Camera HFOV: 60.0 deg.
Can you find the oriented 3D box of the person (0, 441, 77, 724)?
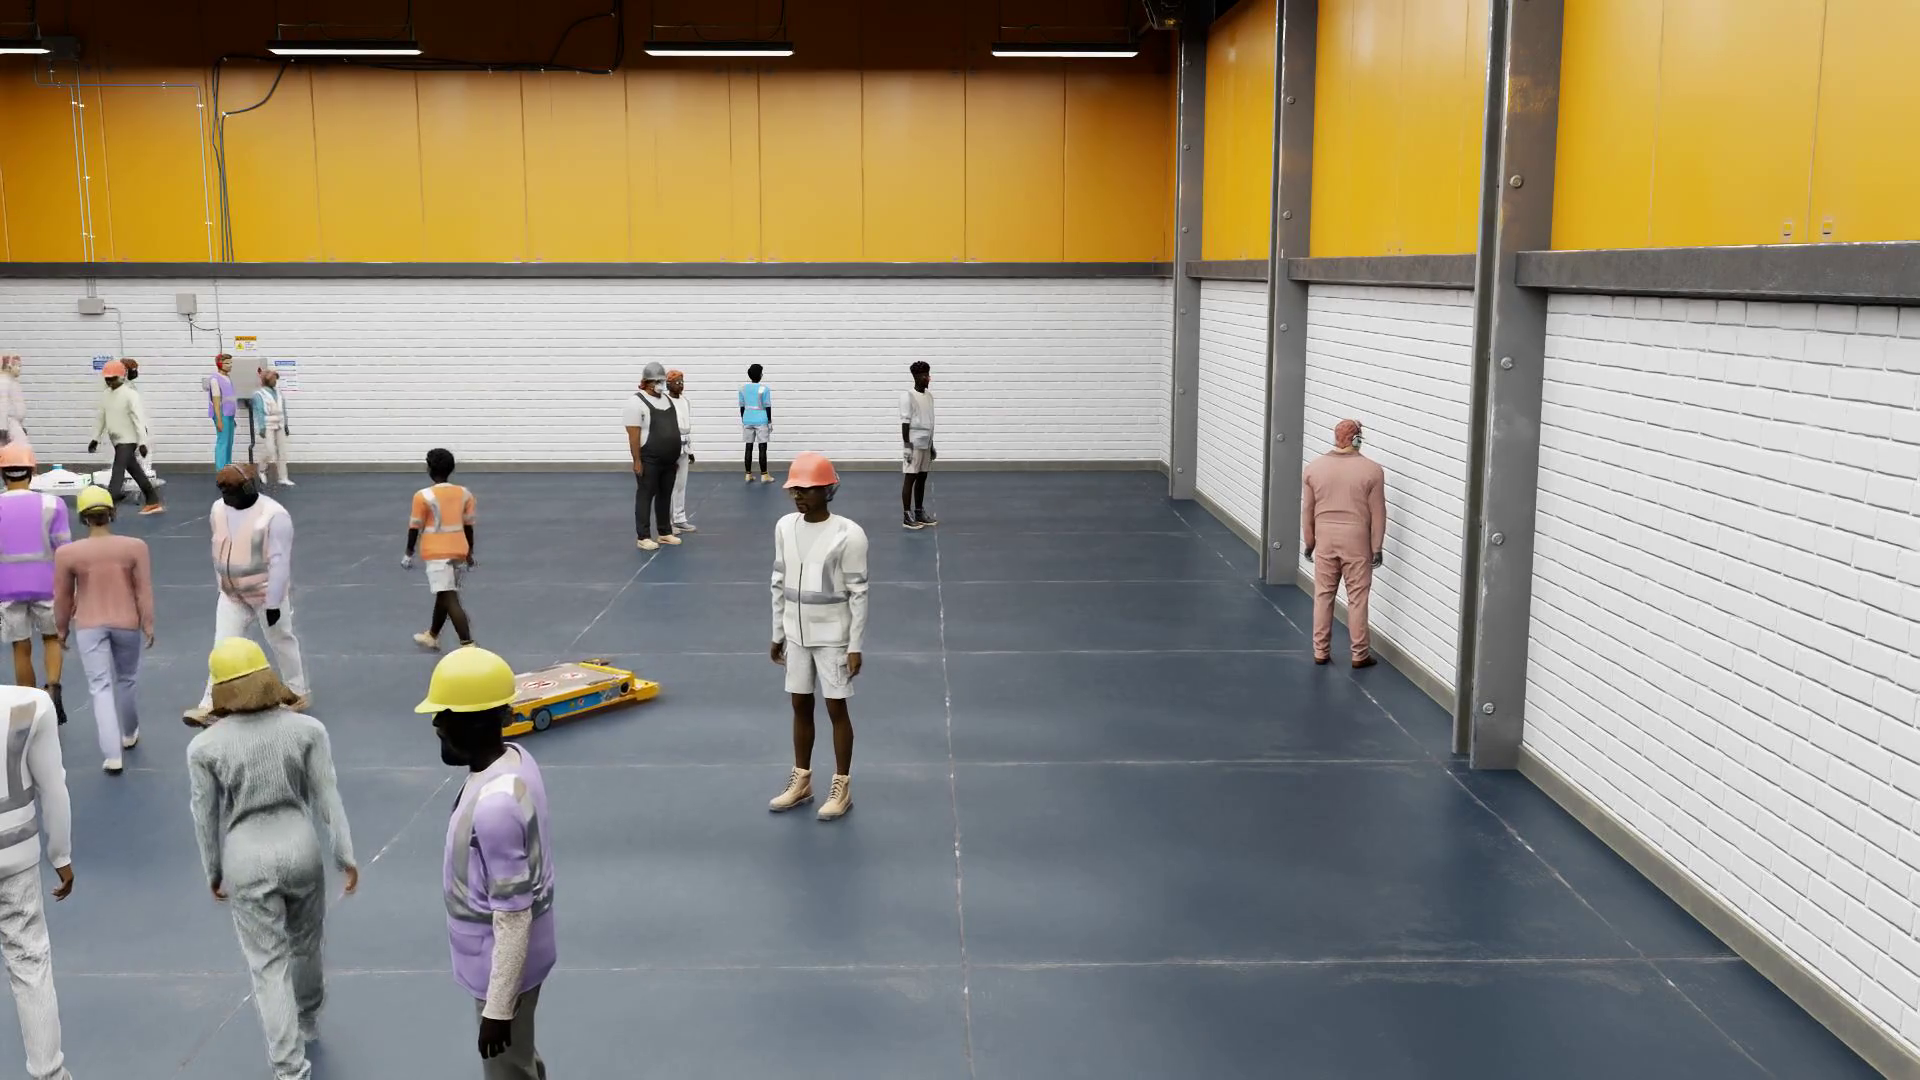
[{"bbox_3d":[-6.100,0.315,10.873,0.571,1.916,0.446,-5,11,-29],"label":"person"}]

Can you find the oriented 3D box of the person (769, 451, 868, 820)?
[{"bbox_3d":[-0.799,0.527,9.184,0.605,2.045,0.386,5,11,30],"label":"person"}]

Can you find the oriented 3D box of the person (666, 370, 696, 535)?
[{"bbox_3d":[-3.265,-1.010,19.093,0.340,1.882,0.586,5,11,29],"label":"person"}]

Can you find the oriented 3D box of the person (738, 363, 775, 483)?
[{"bbox_3d":[-2.889,-1.652,23.600,0.533,1.697,0.319,4,10,25],"label":"person"}]

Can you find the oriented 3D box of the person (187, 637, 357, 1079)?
[{"bbox_3d":[-2.563,1.190,6.205,0.528,1.684,0.815,-6,11,-31],"label":"person"}]

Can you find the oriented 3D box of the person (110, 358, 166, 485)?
[{"bbox_3d":[-11.344,-1.587,22.867,0.788,1.807,0.637,-3,10,-15],"label":"person"}]

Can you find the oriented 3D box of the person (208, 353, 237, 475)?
[{"bbox_3d":[-10.437,-1.719,23.572,0.373,1.840,0.572,-1,9,-5],"label":"person"}]

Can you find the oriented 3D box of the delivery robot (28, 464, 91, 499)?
[{"bbox_3d":[-11.417,-0.716,21.070,0.707,0.478,0.477,-3,10,-15],"label":"delivery robot"}]

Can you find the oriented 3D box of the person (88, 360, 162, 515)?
[{"bbox_3d":[-10.215,-1.218,20.228,0.636,1.943,1.068,6,11,32],"label":"person"}]

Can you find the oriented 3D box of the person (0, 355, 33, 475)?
[{"bbox_3d":[-12.654,-1.539,22.364,0.793,1.871,0.658,-5,10,-26],"label":"person"}]

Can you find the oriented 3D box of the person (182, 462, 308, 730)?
[{"bbox_3d":[-4.729,0.367,10.994,0.682,1.769,0.999,3,10,17],"label":"person"}]

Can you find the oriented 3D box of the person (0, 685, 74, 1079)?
[{"bbox_3d":[-3.453,1.149,5.860,0.586,1.882,0.340,-6,11,-31],"label":"person"}]

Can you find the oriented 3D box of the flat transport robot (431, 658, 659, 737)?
[{"bbox_3d":[-2.805,1.059,11.342,0.652,0.197,1.431,7,11,36],"label":"flat transport robot"}]

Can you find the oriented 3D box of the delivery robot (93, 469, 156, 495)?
[{"bbox_3d":[-10.800,-0.787,21.505,0.707,0.478,0.477,0,9,3],"label":"delivery robot"}]

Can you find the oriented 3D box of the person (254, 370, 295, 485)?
[{"bbox_3d":[-9.615,-1.561,23.257,0.398,1.628,0.546,4,10,23],"label":"person"}]

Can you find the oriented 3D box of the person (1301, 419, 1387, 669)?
[{"bbox_3d":[2.934,0.027,12.693,0.643,1.901,0.400,5,11,30],"label":"person"}]

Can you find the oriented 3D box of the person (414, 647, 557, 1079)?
[{"bbox_3d":[-1.406,1.266,5.007,0.379,1.925,0.594,-2,10,-15],"label":"person"}]

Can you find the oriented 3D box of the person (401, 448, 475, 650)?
[{"bbox_3d":[-4.036,0.109,12.943,0.876,1.647,0.532,6,11,31],"label":"person"}]

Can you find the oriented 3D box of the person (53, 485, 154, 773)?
[{"bbox_3d":[-5.239,0.522,10.197,0.530,1.716,0.840,-6,11,-33],"label":"person"}]

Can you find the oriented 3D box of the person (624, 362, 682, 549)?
[{"bbox_3d":[-3.285,-0.925,18.096,0.537,2.000,0.688,6,11,31],"label":"person"}]

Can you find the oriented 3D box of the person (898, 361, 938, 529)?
[{"bbox_3d":[-0.484,-1.123,19.538,0.368,1.966,0.600,6,11,31],"label":"person"}]
